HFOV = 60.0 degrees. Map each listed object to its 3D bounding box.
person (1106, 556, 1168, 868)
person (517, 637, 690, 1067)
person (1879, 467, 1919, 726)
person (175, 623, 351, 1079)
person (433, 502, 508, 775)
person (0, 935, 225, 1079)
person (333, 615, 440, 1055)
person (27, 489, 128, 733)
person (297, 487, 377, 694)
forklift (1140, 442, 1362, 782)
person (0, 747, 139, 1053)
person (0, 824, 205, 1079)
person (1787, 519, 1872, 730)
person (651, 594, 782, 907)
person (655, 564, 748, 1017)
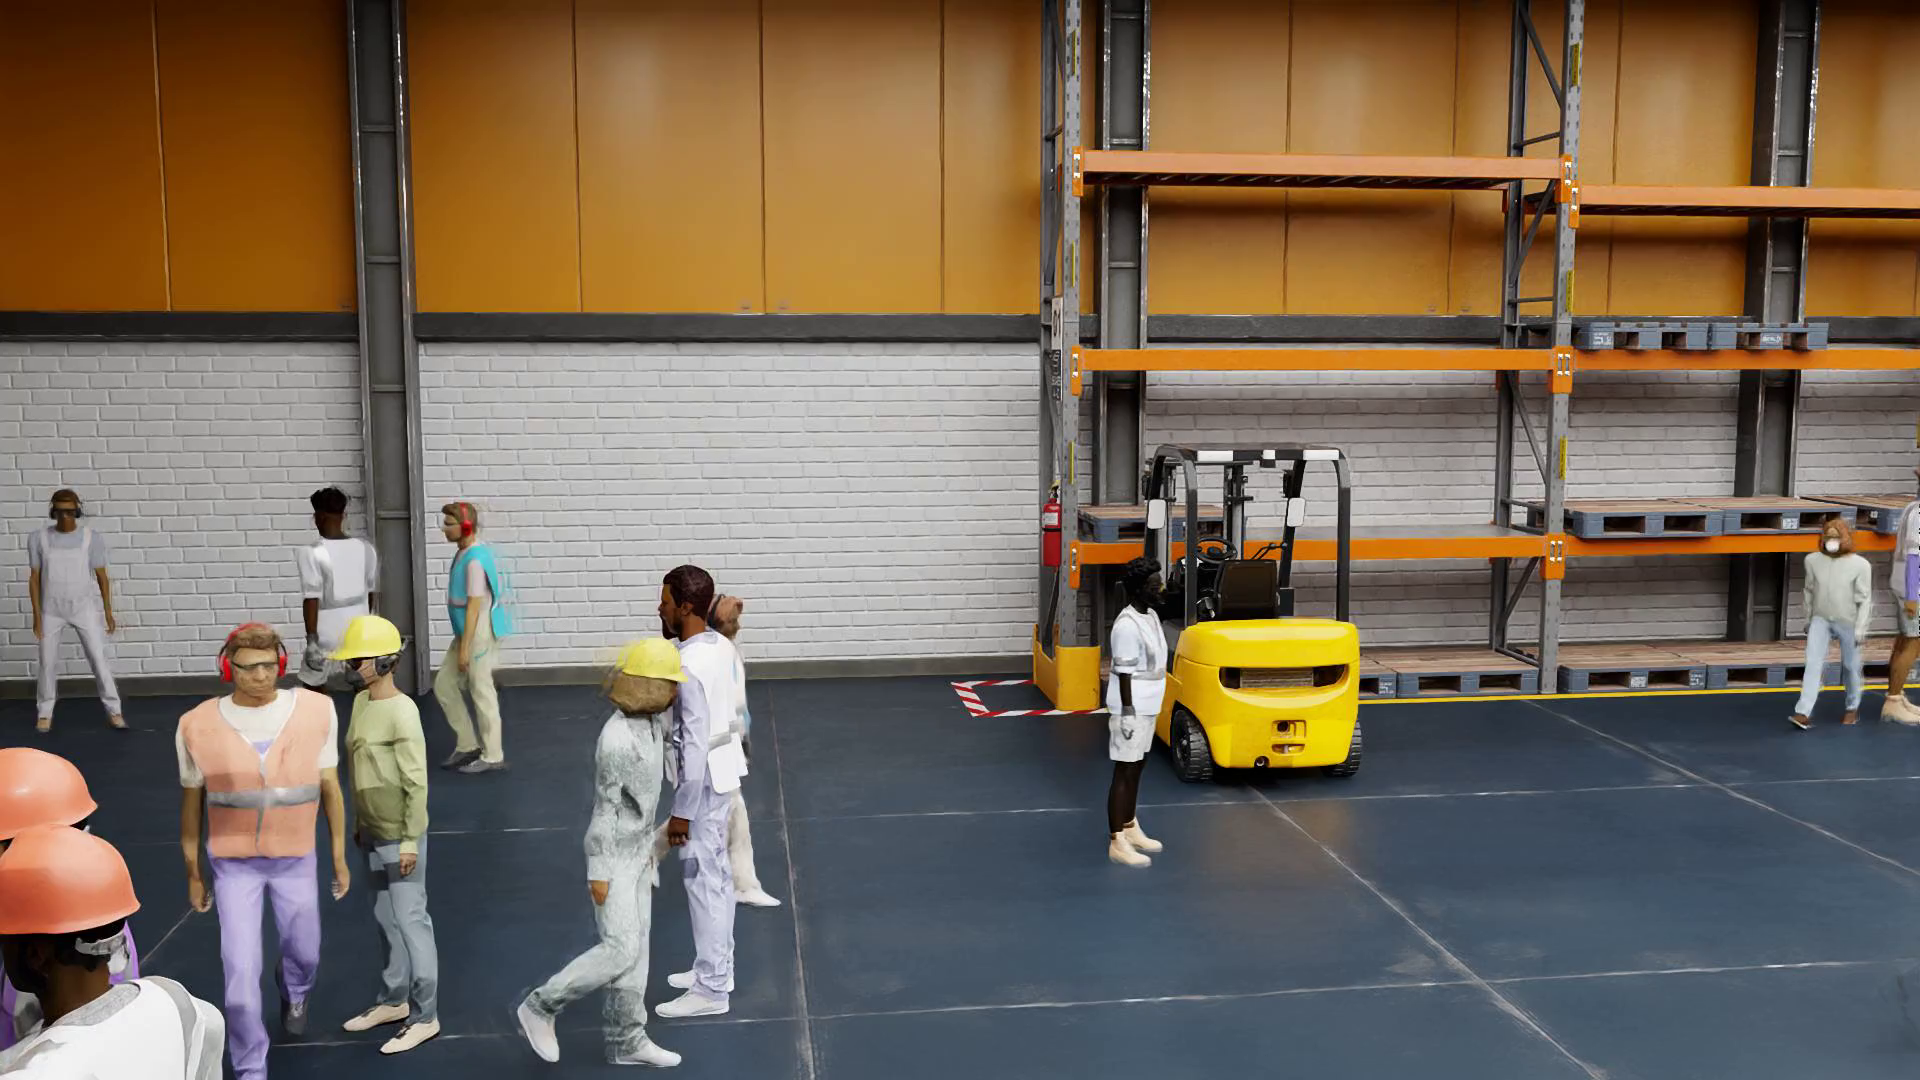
[{"bbox_3d":[0.978,0.929,9.175,0.320,1.695,0.537,3,7,22],"label":"person"},{"bbox_3d":[-1.346,1.225,6.478,0.606,1.714,0.498,1,7,5],"label":"person"},{"bbox_3d":[7.256,0.384,12.538,0.435,2.030,0.674,4,8,32],"label":"person"},{"bbox_3d":[-2.649,1.195,6.334,0.579,1.818,0.693,-3,7,-27],"label":"person"},{"bbox_3d":[-3.293,0.657,10.993,0.572,1.821,0.609,-3,7,-24],"label":"person"},{"bbox_3d":[-1.833,1.548,3.538,0.338,1.744,0.561,5,8,37],"label":"person"},{"bbox_3d":[-2.328,1.176,6.715,0.331,1.767,0.527,-6,9,-41],"label":"person"},{"bbox_3d":[-6.554,0.519,12.286,0.571,1.835,0.415,-3,7,-25],"label":"person"},{"bbox_3d":[-4.192,0.599,11.116,1.016,1.906,0.631,4,8,33],"label":"person"},{"bbox_3d":[1.912,0.418,11.496,1.214,2.155,2.313,-1,7,-8],"label":"forklift"},{"bbox_3d":[-2.063,1.423,3.822,0.366,1.933,0.551,-4,8,-34],"label":"person"},{"bbox_3d":[-1.671,1.494,3.187,0.354,1.939,0.544,0,7,3],"label":"person"},{"bbox_3d":[6.481,0.630,12.333,0.923,1.569,0.507,-6,9,-42],"label":"person"},{"bbox_3d":[-1.315,1.057,8.497,0.804,1.605,0.515,2,7,16],"label":"person"},{"bbox_3d":[-1.109,1.059,7.086,0.391,1.918,0.587,0,7,2],"label":"person"}]
